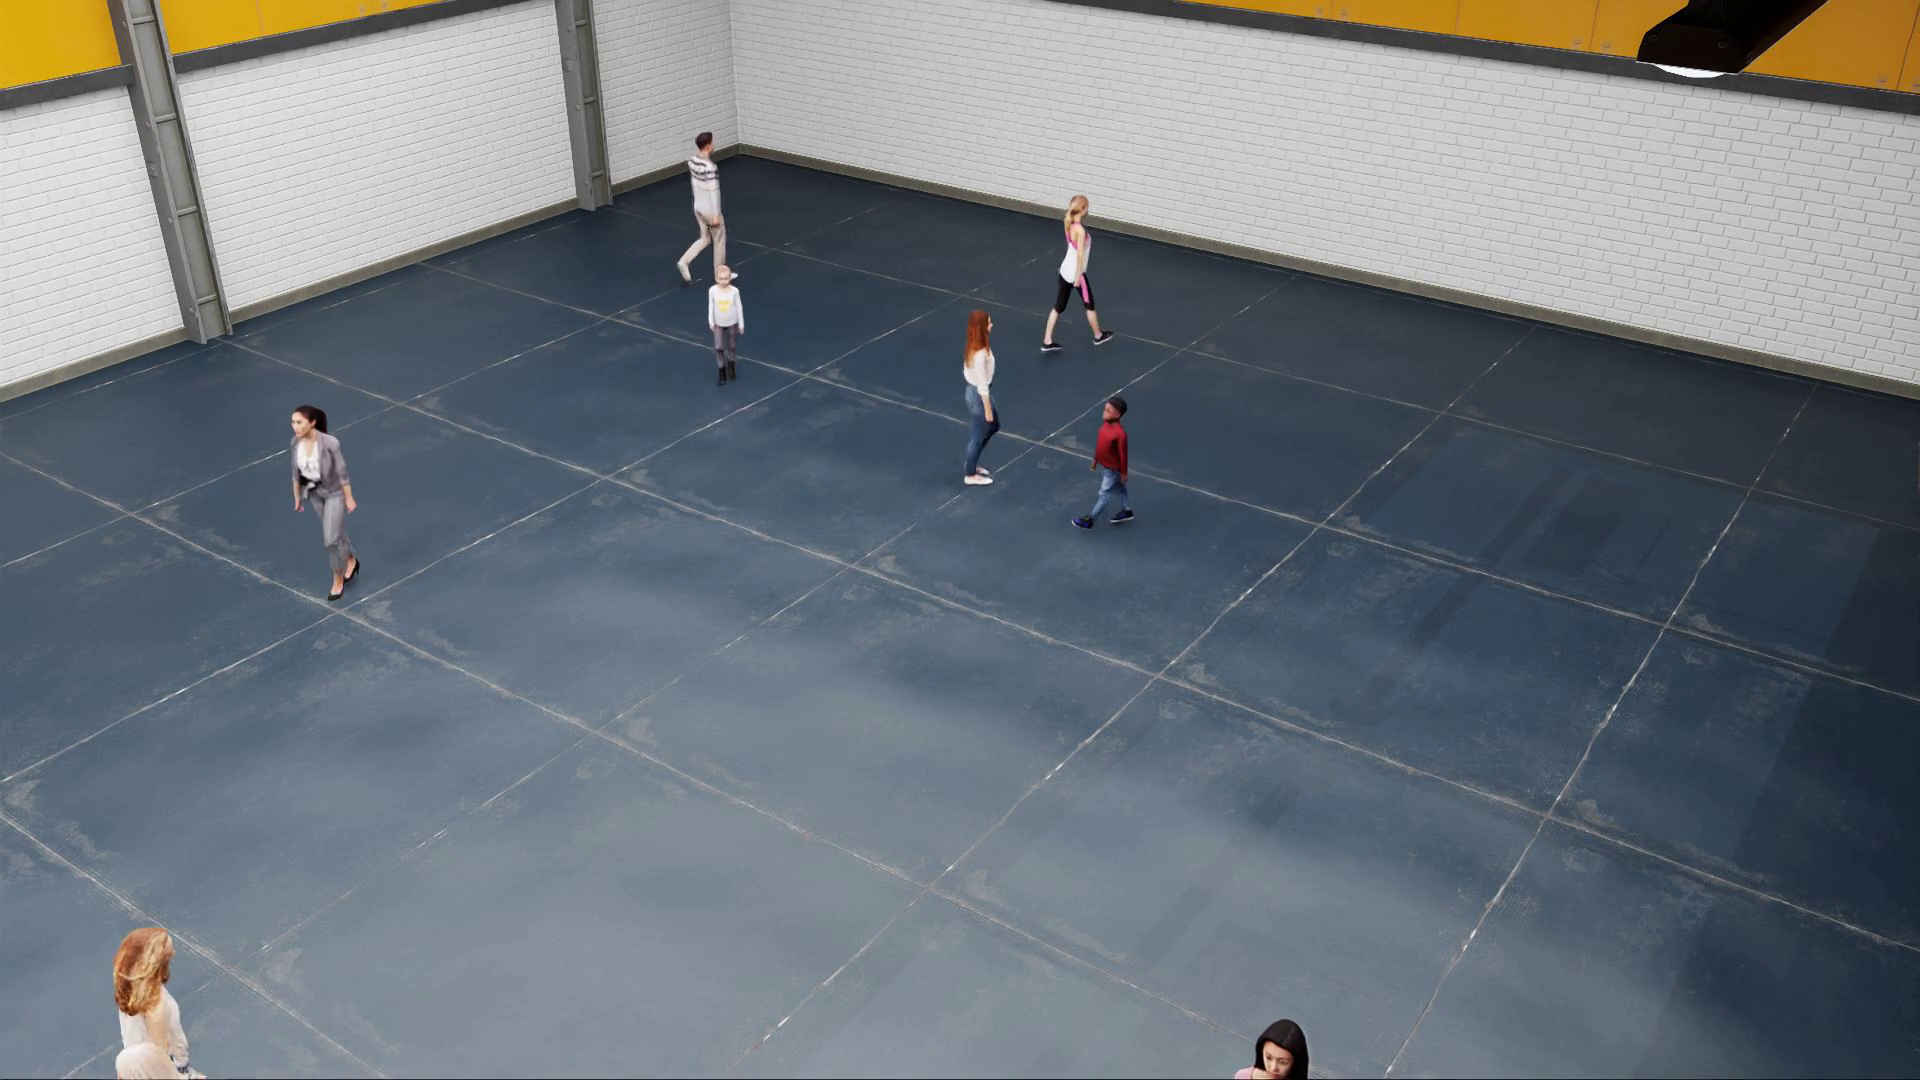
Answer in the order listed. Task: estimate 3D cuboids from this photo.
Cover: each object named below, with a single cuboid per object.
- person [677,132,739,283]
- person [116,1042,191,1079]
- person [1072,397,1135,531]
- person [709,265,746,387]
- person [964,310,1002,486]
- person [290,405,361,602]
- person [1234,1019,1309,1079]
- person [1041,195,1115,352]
[{"bbox_3d":[-3.103,-3.962,20.020,1.066,1.832,0.877,-19,34,-31],"label":"person"},{"bbox_3d":[-3.388,2.909,7.565,1.050,1.698,0.839,-17,33,-28],"label":"person"},{"bbox_3d":[1.401,-0.677,14.627,0.921,1.229,0.803,-9,30,-17],"label":"person"},{"bbox_3d":[-2.475,-2.315,17.595,0.745,1.263,0.816,-3,29,-5],"label":"person"},{"bbox_3d":[0.095,-1.292,15.244,0.762,1.719,0.685,-1,29,-2],"label":"person"},{"bbox_3d":[-5.121,-0.370,13.622,0.753,1.654,0.862,10,30,17],"label":"person"},{"bbox_3d":[1.401,2.869,7.592,0.614,1.742,0.584,10,30,18],"label":"person"},{"bbox_3d":[1.158,-2.863,18.103,1.194,1.739,0.930,-15,32,-25],"label":"person"}]
